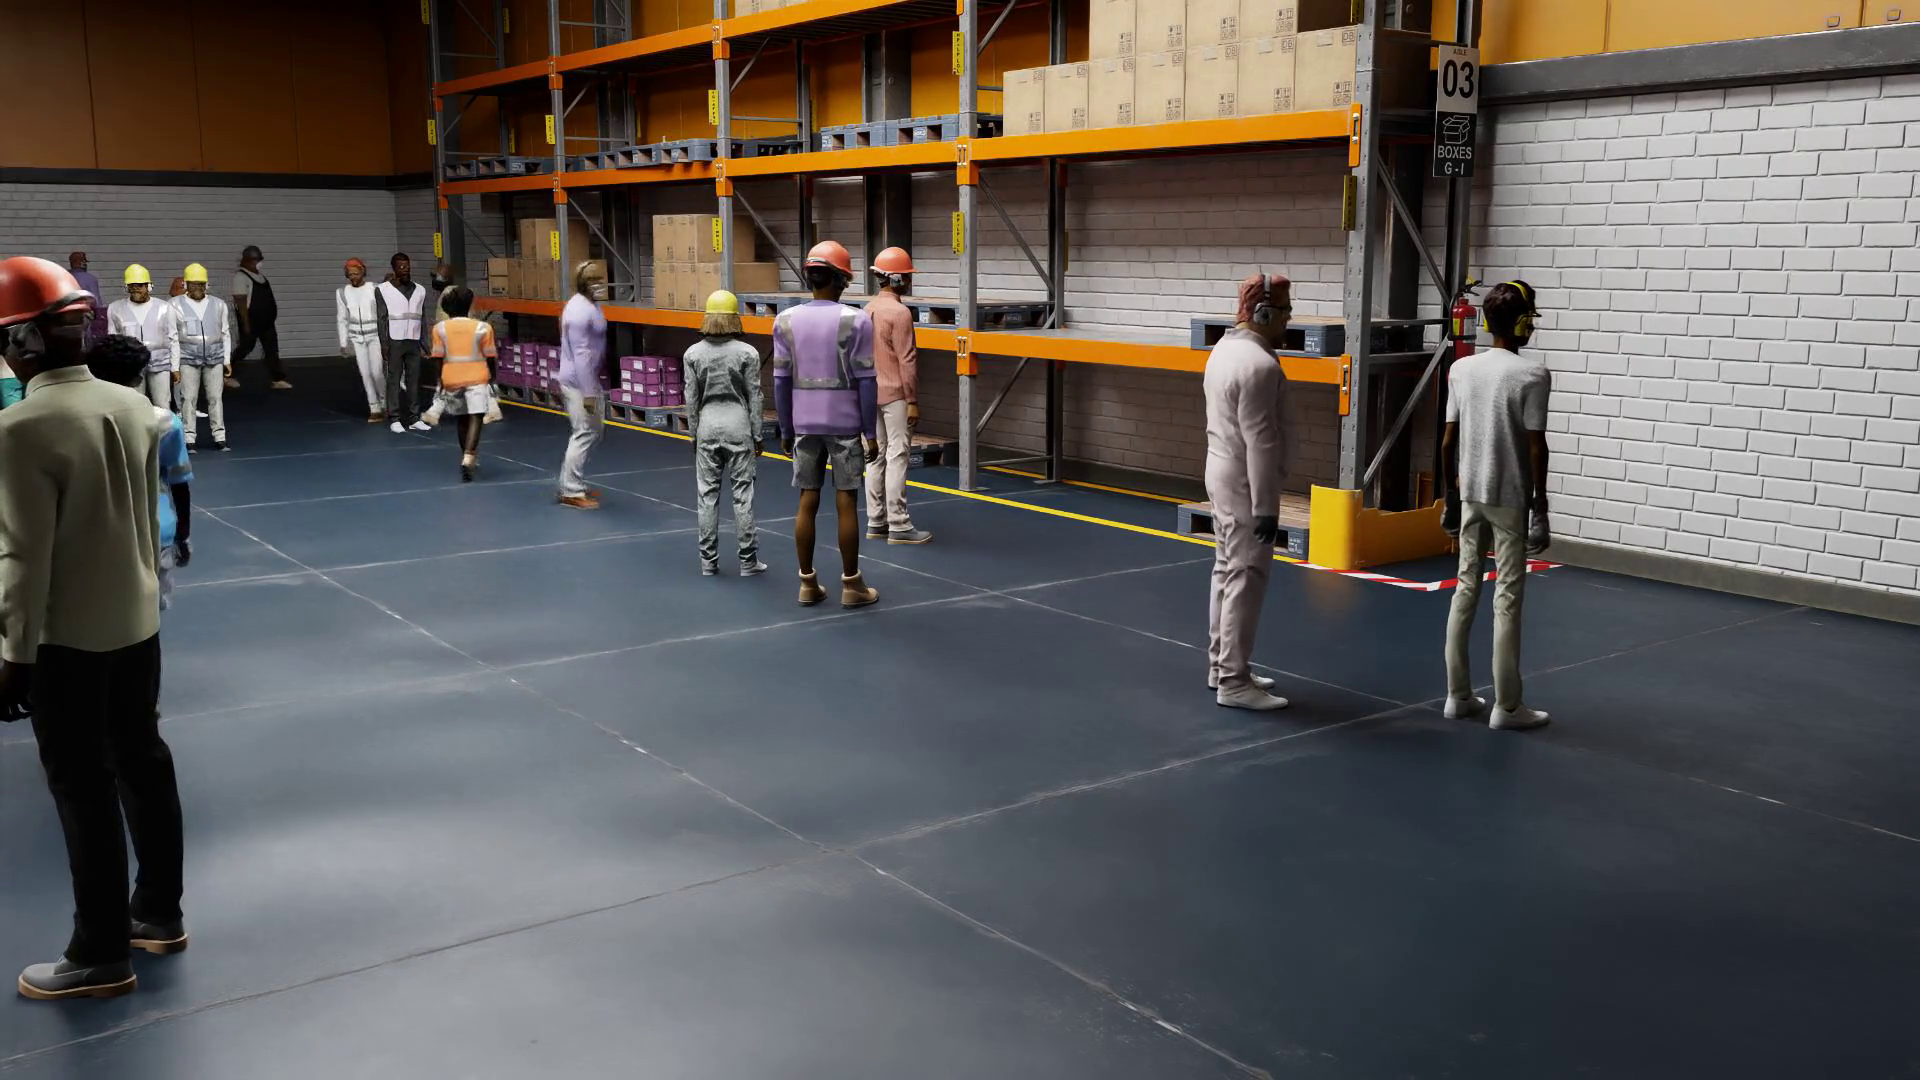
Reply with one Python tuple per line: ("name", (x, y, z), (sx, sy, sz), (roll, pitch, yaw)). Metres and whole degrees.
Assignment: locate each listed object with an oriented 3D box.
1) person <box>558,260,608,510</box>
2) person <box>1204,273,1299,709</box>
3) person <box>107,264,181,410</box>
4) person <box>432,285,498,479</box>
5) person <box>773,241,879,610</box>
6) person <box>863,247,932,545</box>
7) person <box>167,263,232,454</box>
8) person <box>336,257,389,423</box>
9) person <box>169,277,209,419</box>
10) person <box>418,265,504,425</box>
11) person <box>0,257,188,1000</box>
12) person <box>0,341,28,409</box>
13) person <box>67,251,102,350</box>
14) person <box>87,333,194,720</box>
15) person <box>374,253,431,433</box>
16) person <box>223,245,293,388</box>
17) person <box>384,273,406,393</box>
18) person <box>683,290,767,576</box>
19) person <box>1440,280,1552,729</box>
("person", (-2.847, -1.161, 12.598), (0.474, 1.895, 0.659), (-1, 10, -3))
("person", (1.275, -0.205, 7.262), (0.400, 1.895, 0.650), (-1, 10, -5))
("person", (-7.417, -1.582, 15.132), (0.600, 1.831, 0.404), (-4, 11, -23))
("person", (-4.282, -1.369, 14.381), (0.532, 1.665, 0.829), (0, 10, -2))
("person", (-0.725, -0.628, 9.230), (0.605, 2.034, 0.387), (3, 11, 19))
("person", (-0.454, -0.967, 11.234), (0.376, 1.995, 0.612), (-6, 12, -31))
("person", (-7.334, -1.747, 16.055), (0.589, 1.834, 0.404), (-7, 13, -36))
("person", (-6.671, -2.236, 18.700), (0.619, 1.864, 0.413), (0, 10, 2))
("person", (-8.944, -2.213, 19.222), (0.268, 1.632, 0.509), (1, 10, 6))
("person", (-5.604, -2.166, 18.558), (0.970, 1.784, 0.664), (-2, 10, -9))
("person", (-2.381, 0.242, 4.490), (0.390, 1.986, 0.609), (1, 10, 7))
("person", (-7.917, -1.357, 14.051), (0.523, 1.772, 0.303), (-5, 11, -25))
("person", (-11.989, -2.983, 22.772), (0.637, 1.911, 0.403), (2, 10, 12))
("person", (-3.336, 0.014, 6.642), (0.548, 1.658, 0.563), (-5, 11, -26))
("person", (-6.000, -2.125, 17.937), (0.393, 1.919, 0.589), (8, 13, 38))
("person", (-9.896, -3.127, 23.204), (0.957, 2.000, 0.685), (2, 10, 13))
("person", (-7.657, -2.792, 22.509), (0.506, 1.622, 0.366), (-8, 13, -39))
("person", (-1.424, -0.643, 10.131), (0.486, 1.743, 0.299), (1, 10, 8))
("person", (2.253, -0.147, 6.989), (0.336, 1.873, 0.521), (-7, 12, -35))
